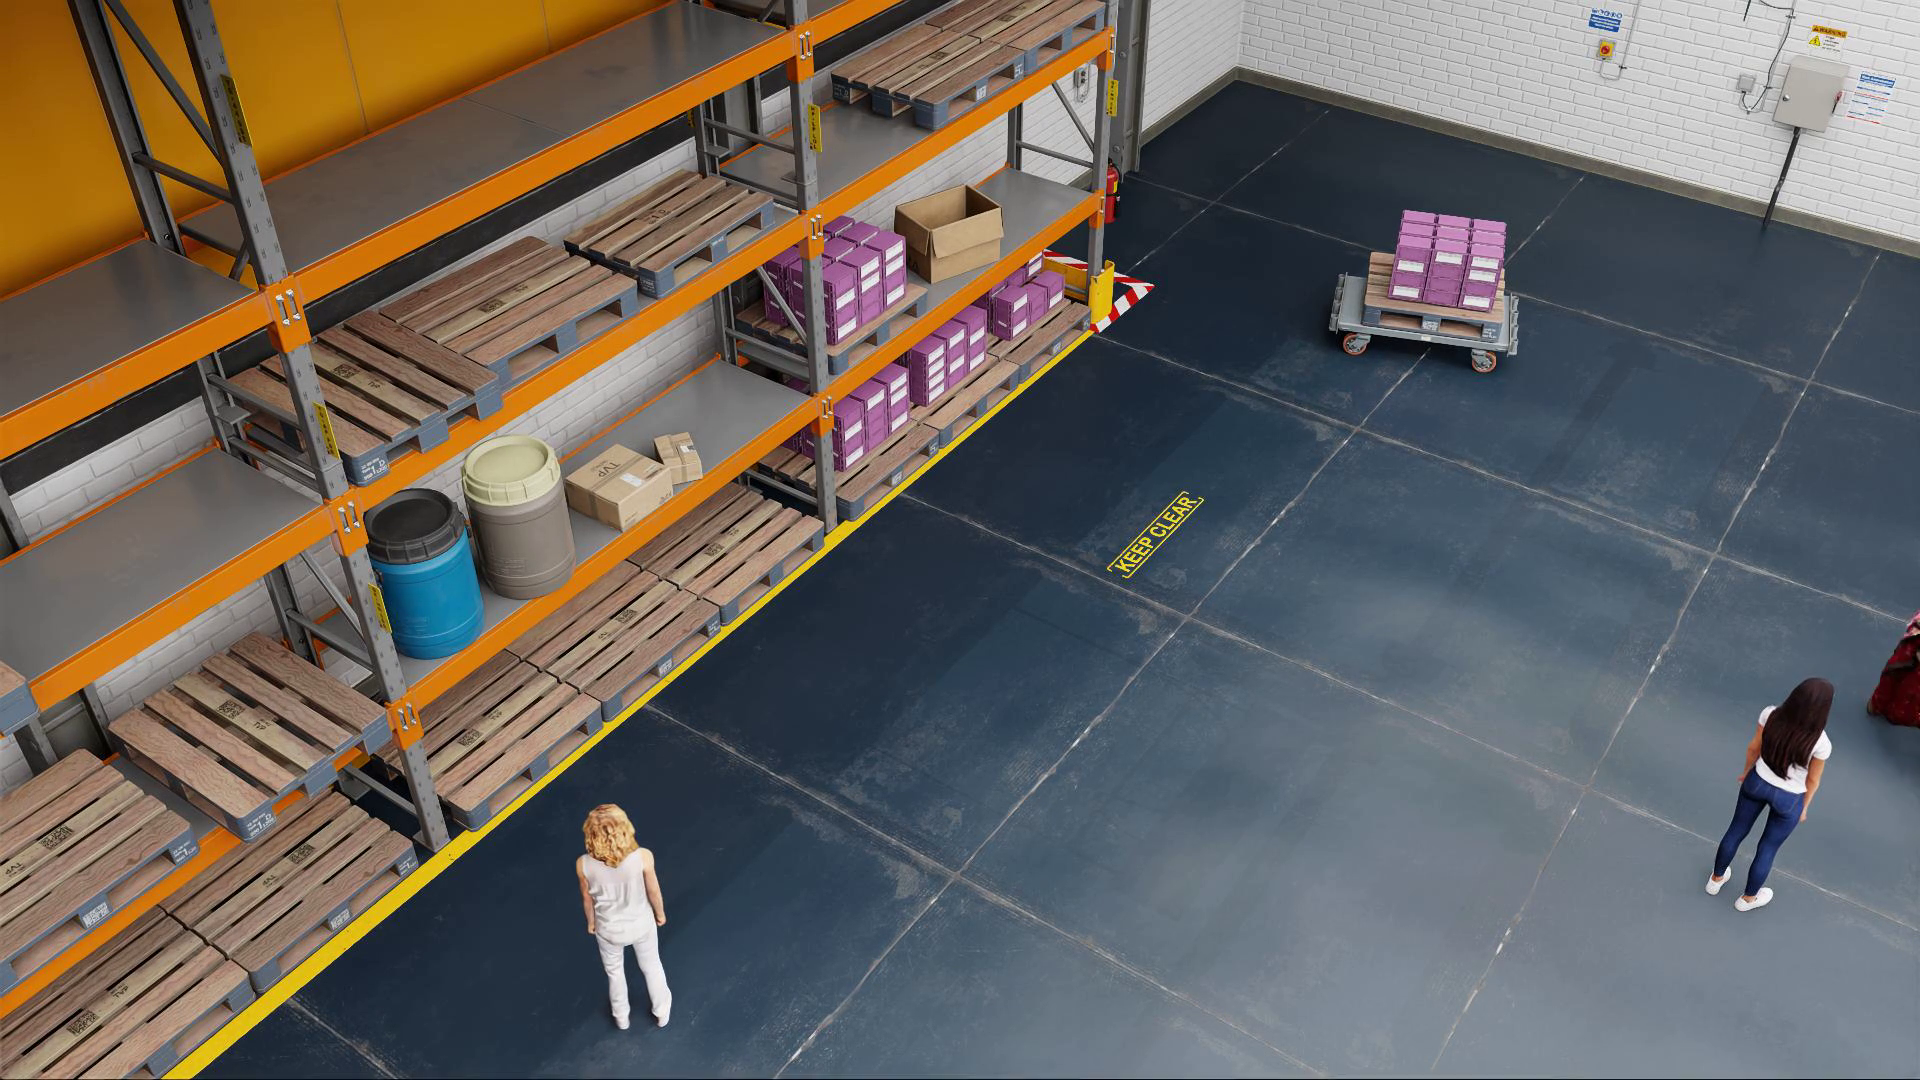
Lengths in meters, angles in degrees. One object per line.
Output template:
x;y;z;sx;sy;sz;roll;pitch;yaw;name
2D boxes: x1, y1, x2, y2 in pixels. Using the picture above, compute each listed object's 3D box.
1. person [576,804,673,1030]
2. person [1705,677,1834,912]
-1.849;2.088;9.137;0.678;1.668;0.734;-5;39;-6;person
4.782;1.499;9.789;0.617;1.776;0.650;-25;45;-28;person
